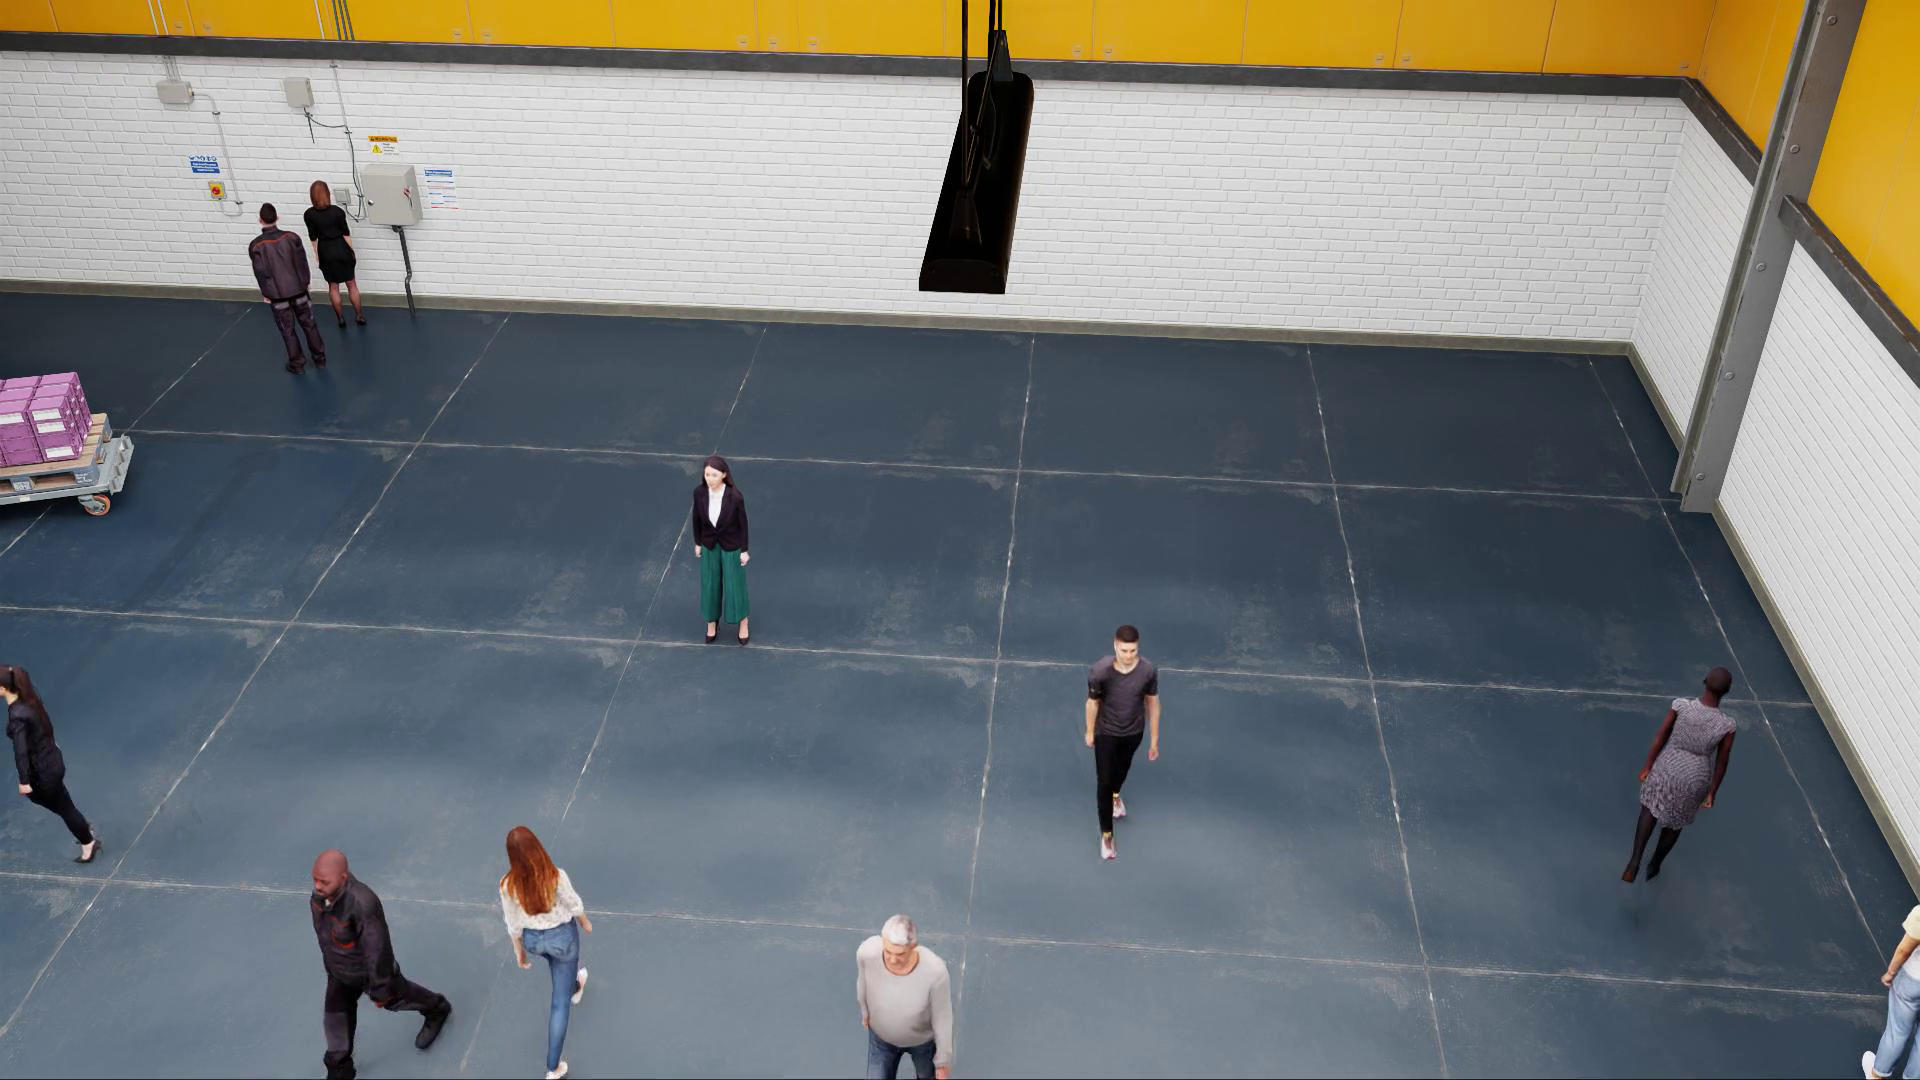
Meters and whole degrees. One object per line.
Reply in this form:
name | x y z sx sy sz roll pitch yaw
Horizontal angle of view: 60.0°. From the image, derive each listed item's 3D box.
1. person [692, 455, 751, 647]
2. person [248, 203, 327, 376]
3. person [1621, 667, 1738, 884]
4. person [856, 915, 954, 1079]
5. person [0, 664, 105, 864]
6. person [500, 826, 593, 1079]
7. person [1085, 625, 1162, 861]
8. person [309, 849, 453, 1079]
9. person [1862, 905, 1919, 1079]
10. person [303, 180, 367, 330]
person | -1.907 0.082 13.317 0.611 1.740 0.500 3 34 5
person | -6.992 -2.613 17.265 0.811 1.857 0.853 -22 39 -29
person | 4.718 1.633 10.960 0.869 1.765 0.980 19 38 26
person | -0.277 2.680 9.297 0.906 1.862 1.232 10 35 14
person | -6.074 1.512 11.201 0.756 1.701 0.657 -13 36 -19
person | -2.431 2.444 9.811 0.562 1.687 1.154 3 34 4
person | 1.099 1.259 11.551 0.794 1.734 1.051 -5 34 -8
person | -3.417 2.412 9.765 1.082 1.790 1.315 20 39 27
person | 5.599 2.566 9.595 0.697 1.724 0.674 16 37 22
person | -6.817 -3.104 18.140 0.641 1.706 0.594 -7 34 -10
